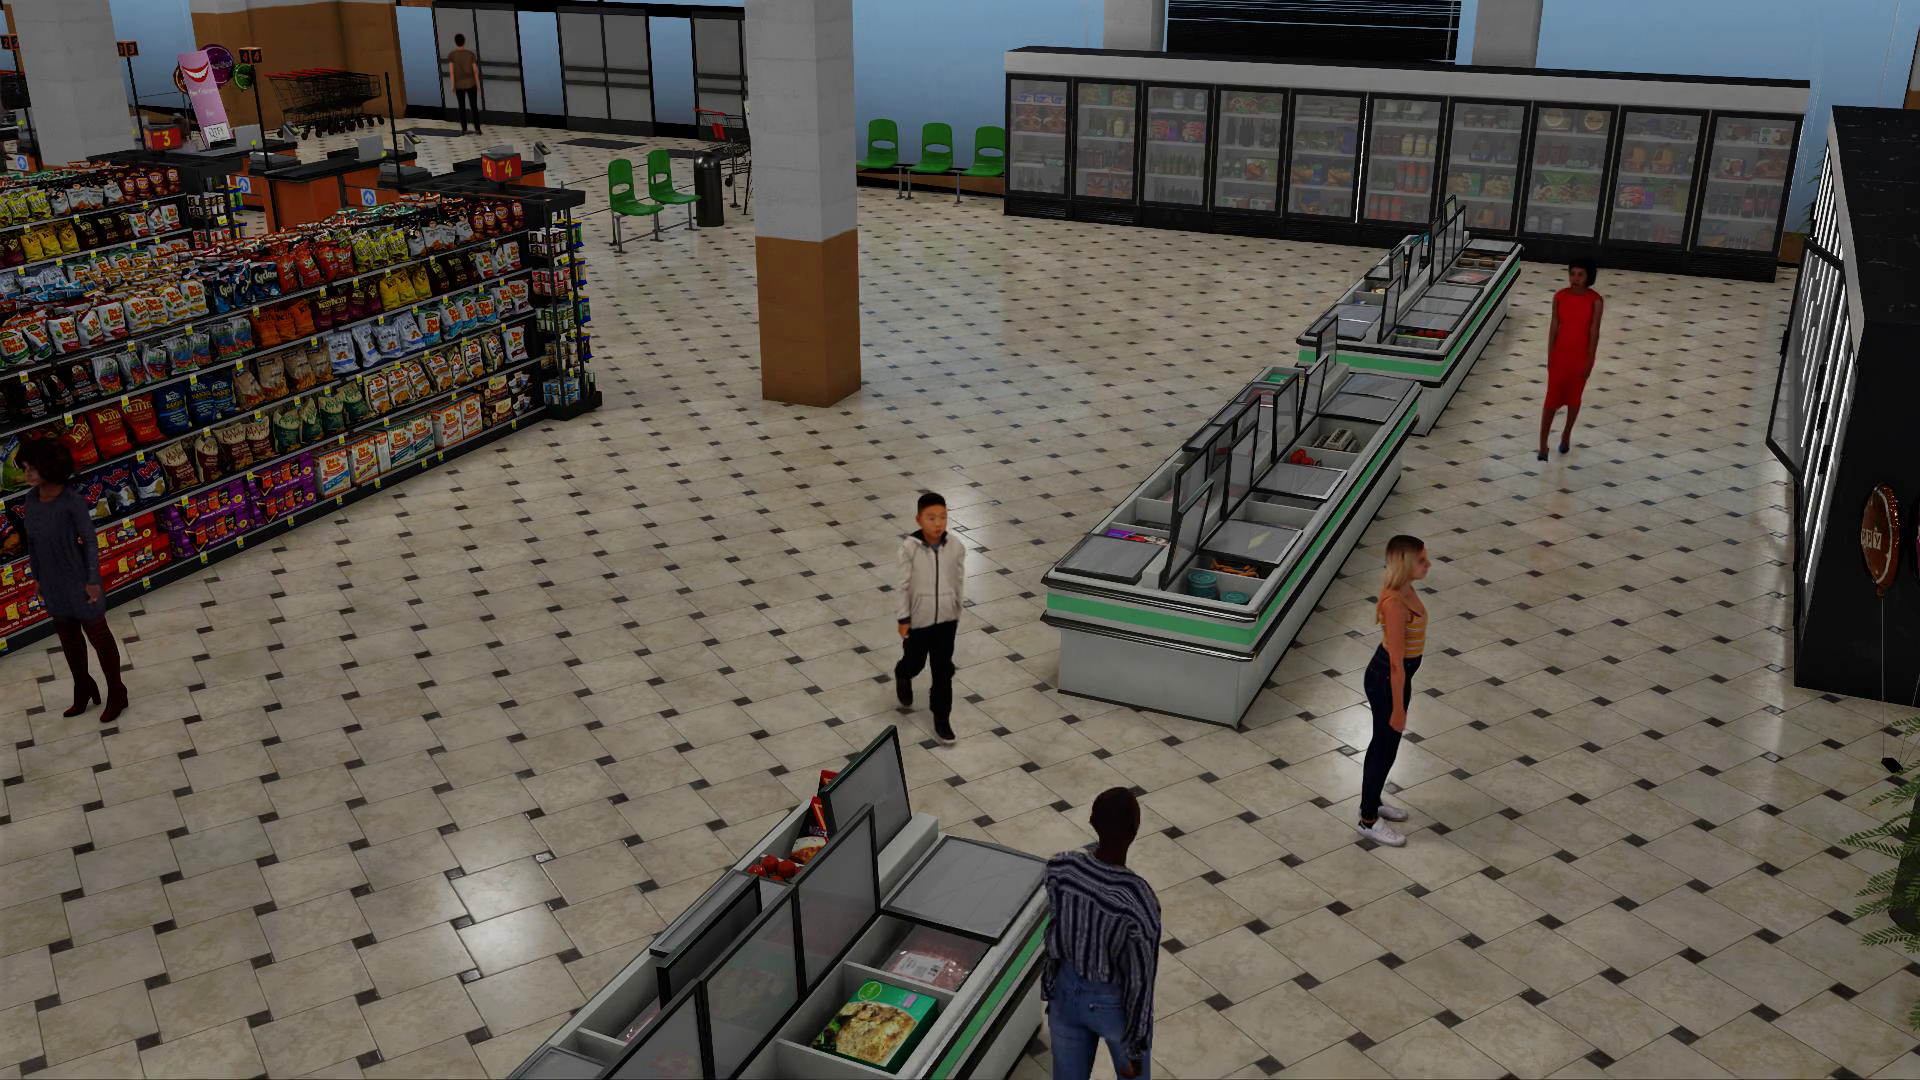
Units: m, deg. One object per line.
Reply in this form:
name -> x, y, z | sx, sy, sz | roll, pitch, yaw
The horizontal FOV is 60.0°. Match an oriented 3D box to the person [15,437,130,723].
person -> -5.105, 0.232, 9.554 | 0.615, 1.710, 0.542 | 7, 23, 16

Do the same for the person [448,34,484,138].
person -> -9.271, -8.519, 31.145 | 0.746, 1.851, 0.788 | -6, 23, -15

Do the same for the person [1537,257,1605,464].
person -> 5.130, -1.504, 13.879 | 0.605, 1.708, 1.044 | 11, 24, 26

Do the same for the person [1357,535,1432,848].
person -> 2.179, 0.738, 8.403 | 0.646, 1.629, 0.487 | 7, 23, 17

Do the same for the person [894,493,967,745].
person -> -0.206, 0.408, 9.474 | 0.915, 1.442, 0.969 | -9, 24, -21

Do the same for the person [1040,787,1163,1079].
person -> 0.426, 1.722, 5.780 | 0.748, 1.759, 1.131 | 15, 26, 32

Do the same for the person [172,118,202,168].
person -> -9.895, -4.482, 21.252 | 1.015, 1.734, 1.164 | 0, 22, 0
